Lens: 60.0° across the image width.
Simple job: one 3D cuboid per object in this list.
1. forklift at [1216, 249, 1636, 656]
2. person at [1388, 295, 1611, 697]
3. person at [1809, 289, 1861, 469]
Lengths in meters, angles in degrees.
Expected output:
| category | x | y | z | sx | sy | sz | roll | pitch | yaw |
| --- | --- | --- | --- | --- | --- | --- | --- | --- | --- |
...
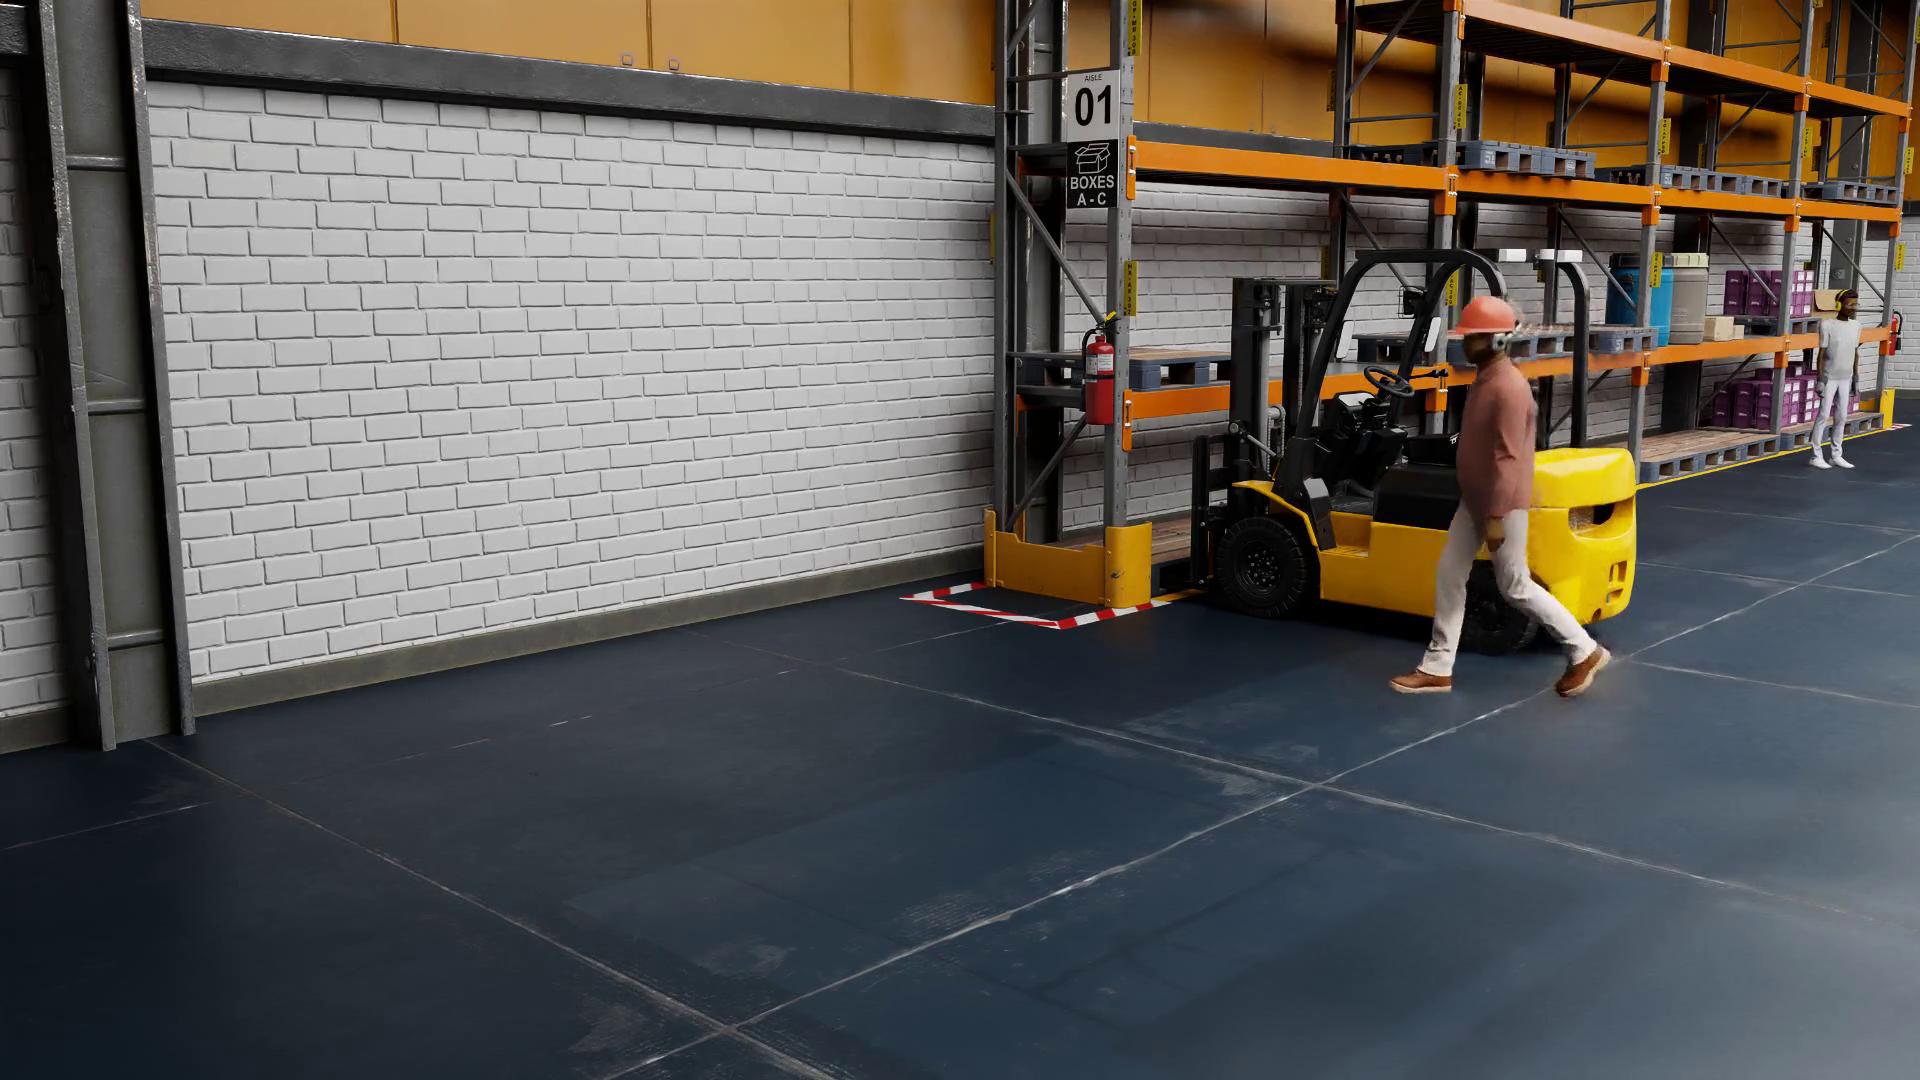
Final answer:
| category | x | y | z | sx | sy | sz | roll | pitch | yaw |
| --- | --- | --- | --- | --- | --- | --- | --- | --- | --- |
| forklift | 2.710 | -0.584 | 9.626 | 2.313 | 2.155 | 1.214 | 9 | 13 | 43 |
| person | 2.638 | -0.195 | 7.985 | 0.978 | 1.954 | 0.608 | 0 | 9 | -1 |
| person | 9.117 | -1.665 | 17.280 | 0.513 | 1.861 | 0.327 | -2 | 10 | -14 |
